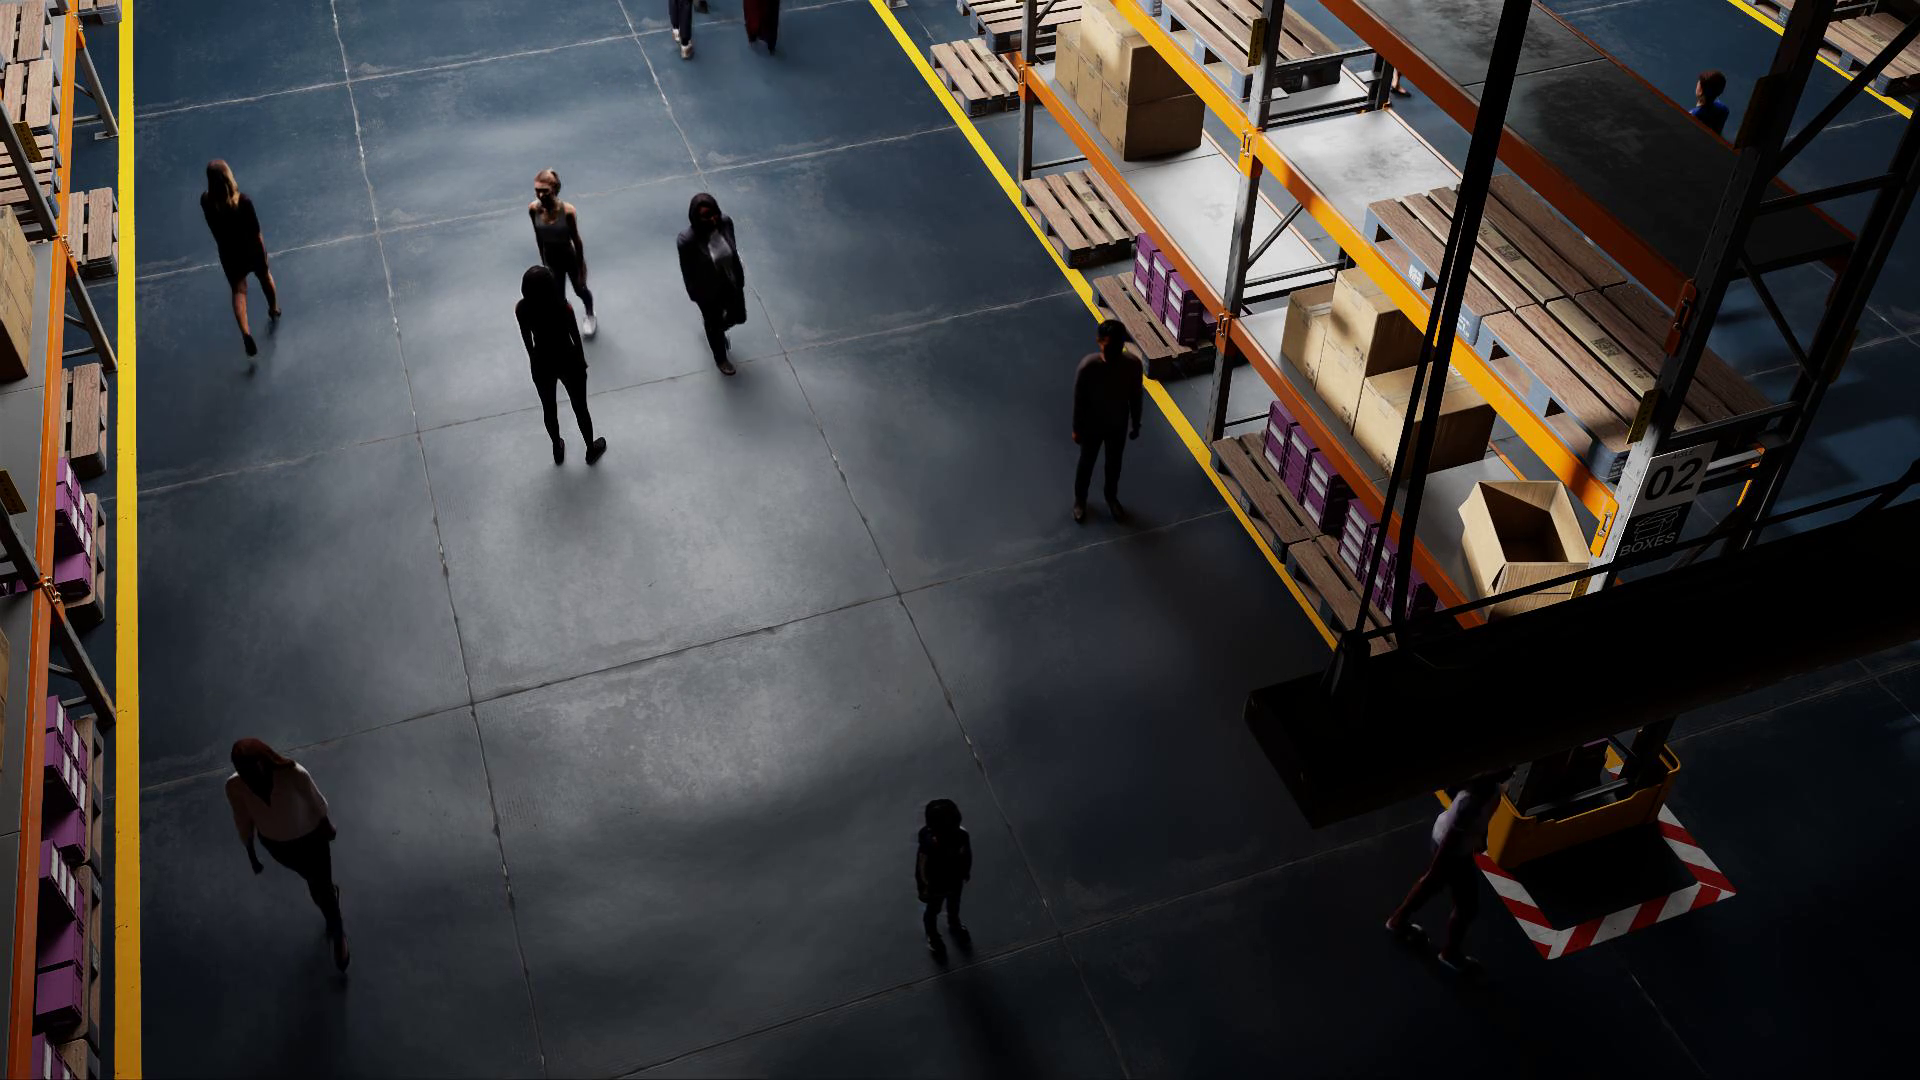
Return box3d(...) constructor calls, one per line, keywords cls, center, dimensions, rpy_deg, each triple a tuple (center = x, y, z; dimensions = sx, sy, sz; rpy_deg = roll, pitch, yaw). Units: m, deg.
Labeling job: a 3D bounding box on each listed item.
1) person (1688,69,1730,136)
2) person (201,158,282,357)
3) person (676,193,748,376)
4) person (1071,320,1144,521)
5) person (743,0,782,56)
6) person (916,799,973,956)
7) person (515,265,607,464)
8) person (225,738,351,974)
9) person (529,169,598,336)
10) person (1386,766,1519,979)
box3d(cls="person", center=(6.216, -3.097, 14.135), dimensions=(0.709, 1.845, 1.123), rpy_deg=(-19, 47, -19))
box3d(cls="person", center=(-5.806, -2.255, 13.396), dimensions=(0.709, 1.645, 1.092), rpy_deg=(-7, 44, -7))
box3d(cls="person", center=(-1.978, -2.075, 13.249), dimensions=(0.815, 1.587, 0.889), rpy_deg=(-32, 52, -29))
box3d(cls="person", center=(1.031, -0.855, 11.842), dimensions=(0.708, 1.762, 0.638), rpy_deg=(-7, 44, -7))
box3d(cls="person", center=(-2.017, -5.811, 17.059), dimensions=(0.775, 1.741, 0.822), rpy_deg=(-6, 44, -6))
box3d(cls="person", center=(-0.087, 1.873, 9.369), dimensions=(0.556, 1.222, 0.551), rpy_deg=(-26, 49, -25))
box3d(cls="person", center=(-2.985, -1.295, 12.319), dimensions=(0.657, 1.741, 0.637), rpy_deg=(0, 44, 0))
box3d(cls="person", center=(-3.697, 1.608, 9.277), dimensions=(0.703, 1.734, 0.864), rpy_deg=(-7, 44, -7))
box3d(cls="person", center=(-3.147, -2.247, 13.386), dimensions=(0.909, 1.648, 1.210), rpy_deg=(3, 44, 3))
box3d(cls="person", center=(2.667, 1.671, 9.229), dimensions=(1.007, 1.709, 0.935), rpy_deg=(25, 49, 24))
